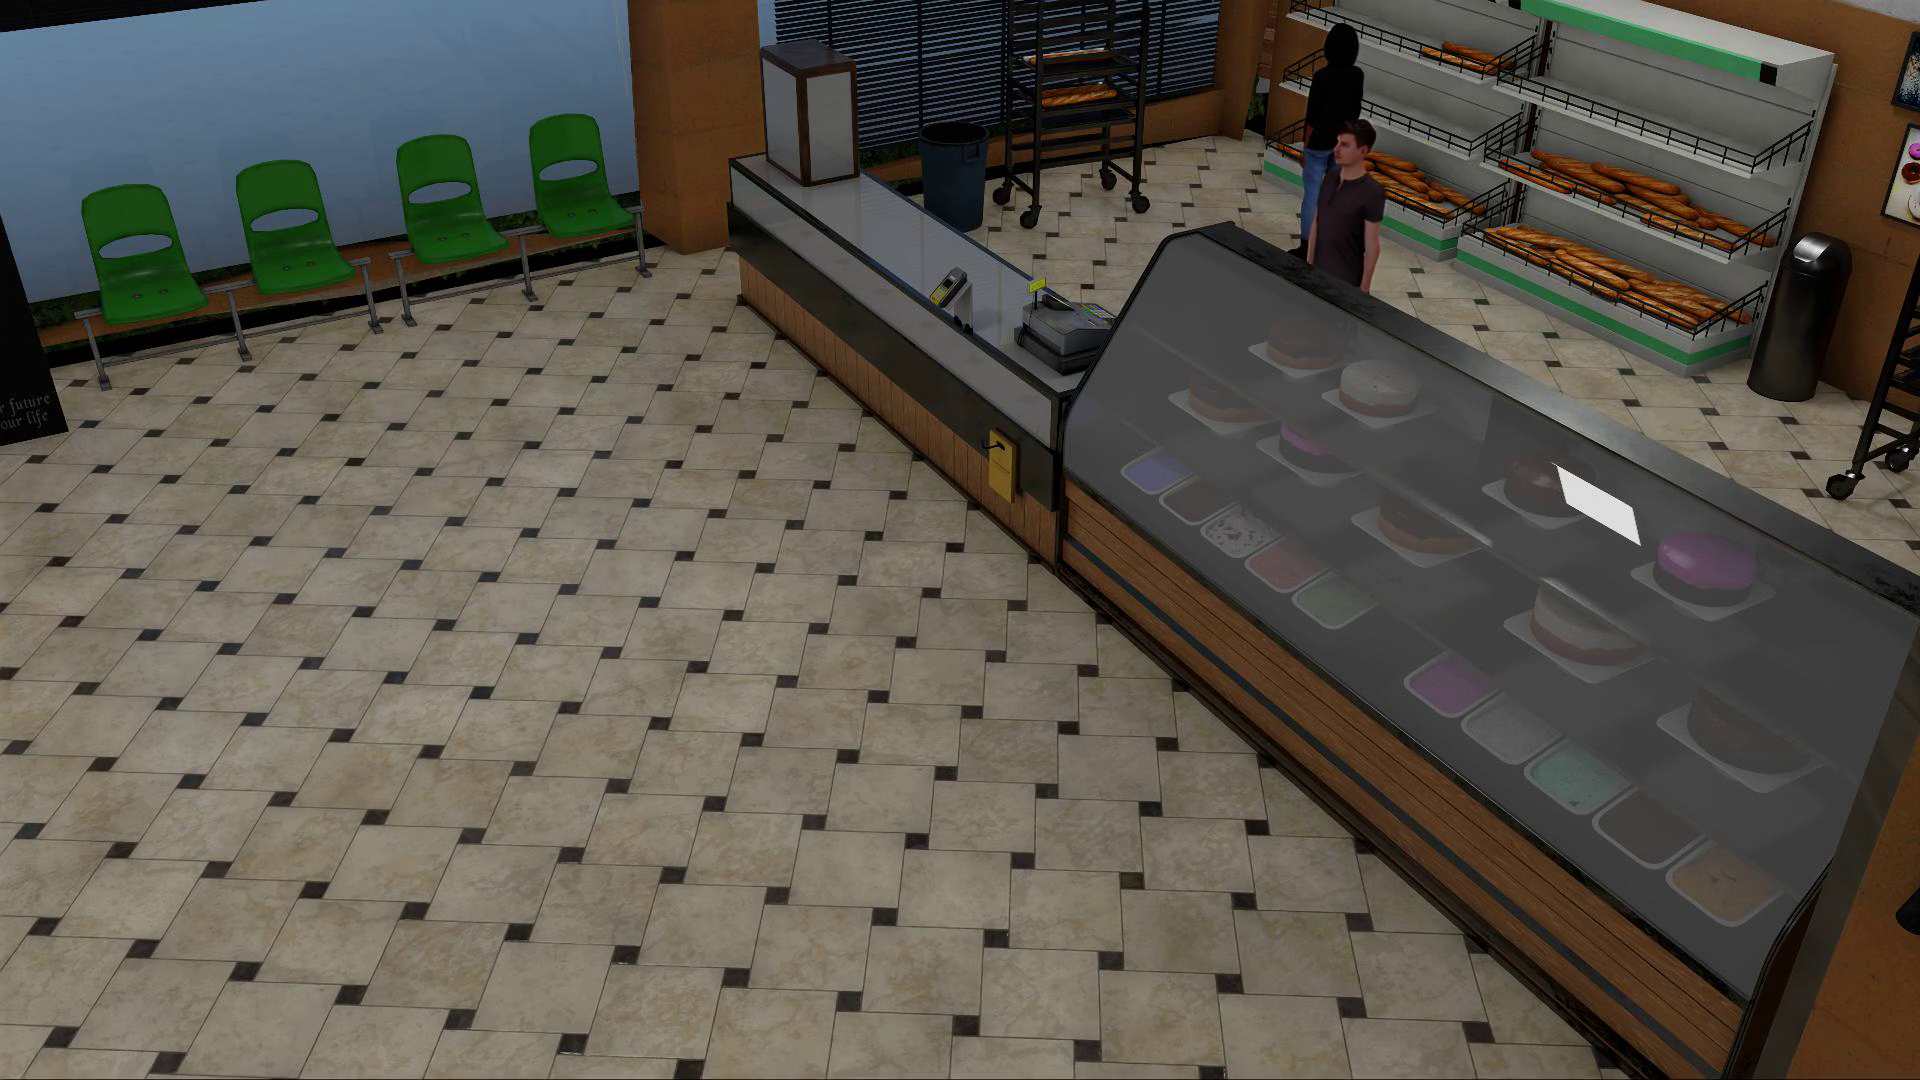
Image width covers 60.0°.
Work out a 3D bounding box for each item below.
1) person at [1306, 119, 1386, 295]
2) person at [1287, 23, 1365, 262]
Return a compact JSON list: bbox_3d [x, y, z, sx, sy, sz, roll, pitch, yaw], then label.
[{"bbox_3d":[2.133,-1.449,9.323,0.514,1.850,0.643,-17,36,-25],"label":"person"},{"bbox_3d":[2.551,-2.715,11.498,0.544,1.702,0.672,-9,33,-14],"label":"person"}]
